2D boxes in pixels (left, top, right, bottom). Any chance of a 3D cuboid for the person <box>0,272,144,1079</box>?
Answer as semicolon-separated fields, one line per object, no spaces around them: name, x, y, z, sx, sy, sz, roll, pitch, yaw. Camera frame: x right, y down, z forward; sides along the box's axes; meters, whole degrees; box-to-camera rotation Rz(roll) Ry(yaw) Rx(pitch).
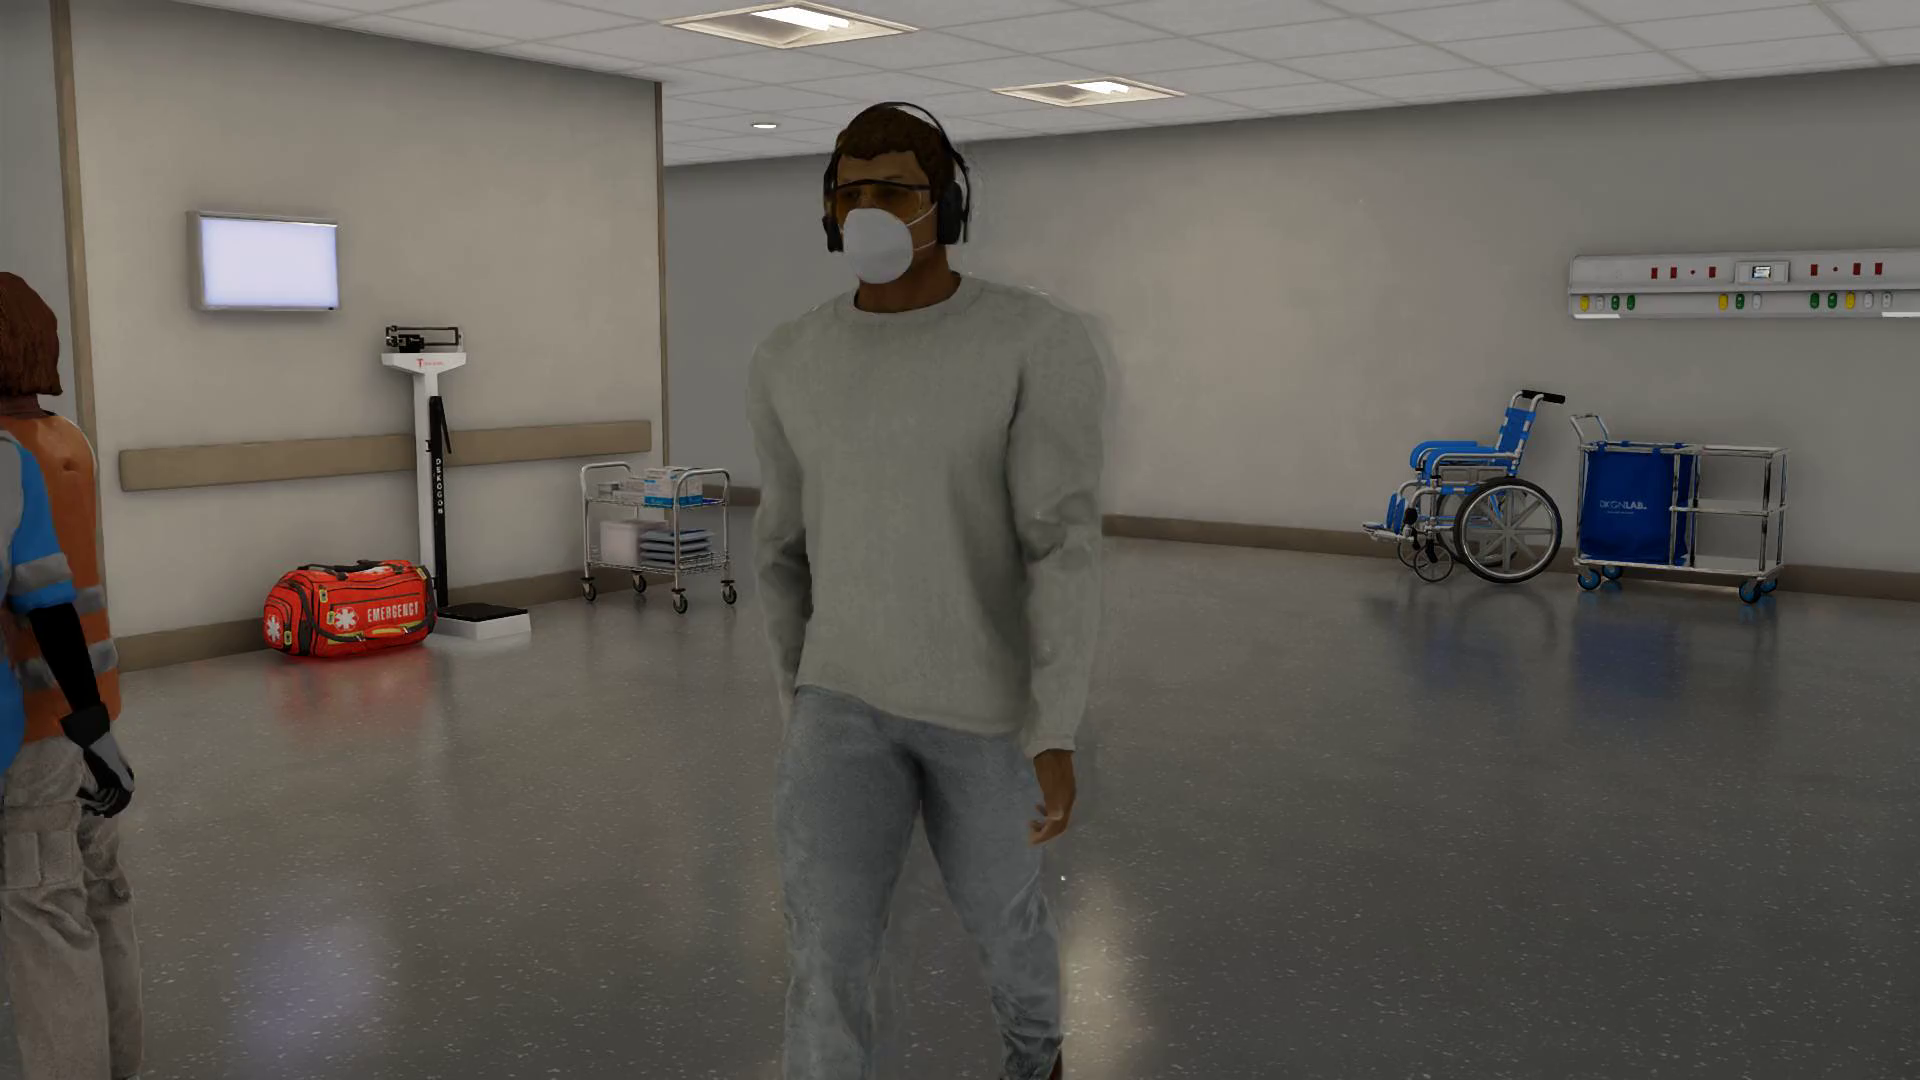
person;-1.677;0.343;2.991;0.313;1.639;0.517;-1;7;-10

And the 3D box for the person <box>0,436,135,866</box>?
person;-1.632;0.379;2.643;0.826;1.647;0.534;4;8;27

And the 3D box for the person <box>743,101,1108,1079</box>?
person;-0.050;0.256;2.732;0.635;1.902;1.030;2;7;17
